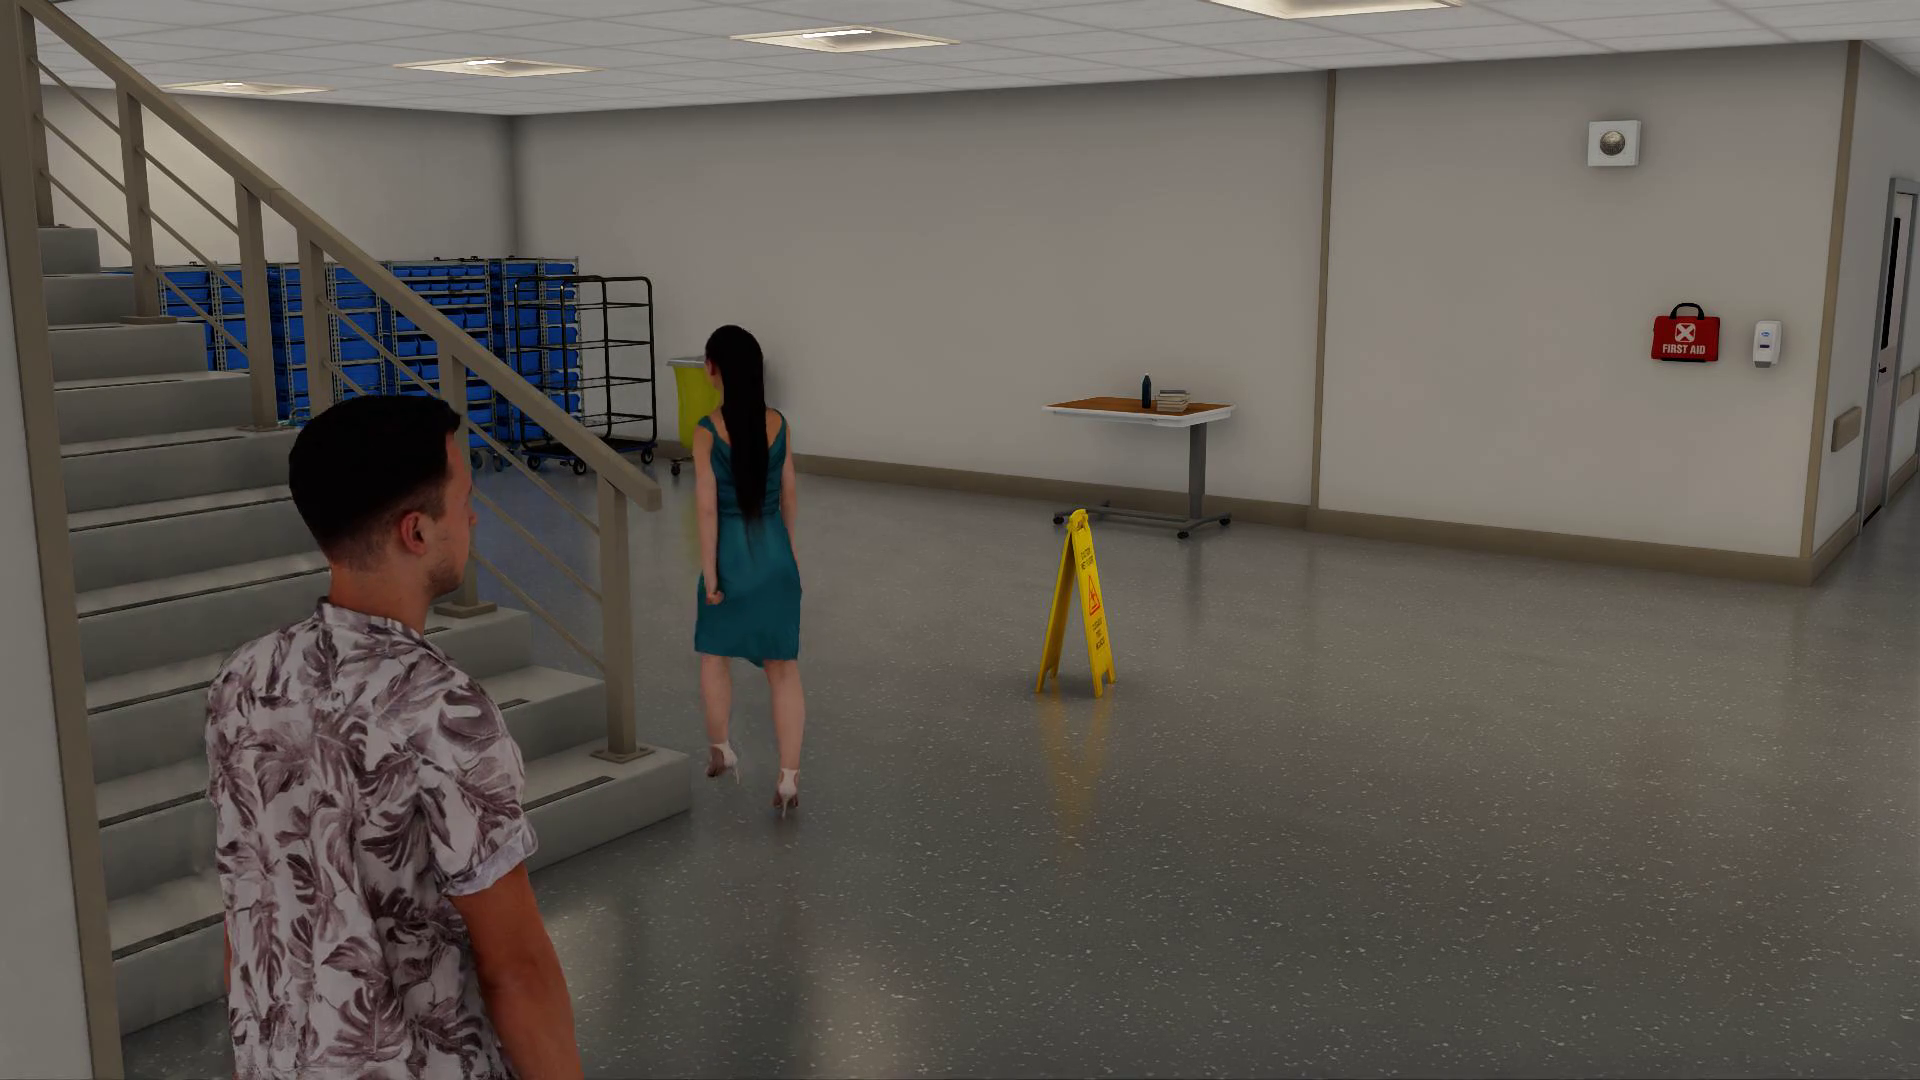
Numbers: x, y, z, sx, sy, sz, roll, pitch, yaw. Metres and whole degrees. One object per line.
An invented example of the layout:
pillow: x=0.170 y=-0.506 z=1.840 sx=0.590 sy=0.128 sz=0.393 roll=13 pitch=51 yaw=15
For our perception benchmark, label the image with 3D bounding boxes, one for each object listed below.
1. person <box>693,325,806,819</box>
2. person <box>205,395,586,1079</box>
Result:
person: x=-0.688 y=0.136 z=5.632 sx=0.802 sy=1.659 sz=0.932 roll=-5 pitch=12 yaw=-24
person: x=-0.795 y=0.737 z=2.107 sx=0.827 sy=1.792 sz=0.760 roll=8 pitch=13 yaw=36
